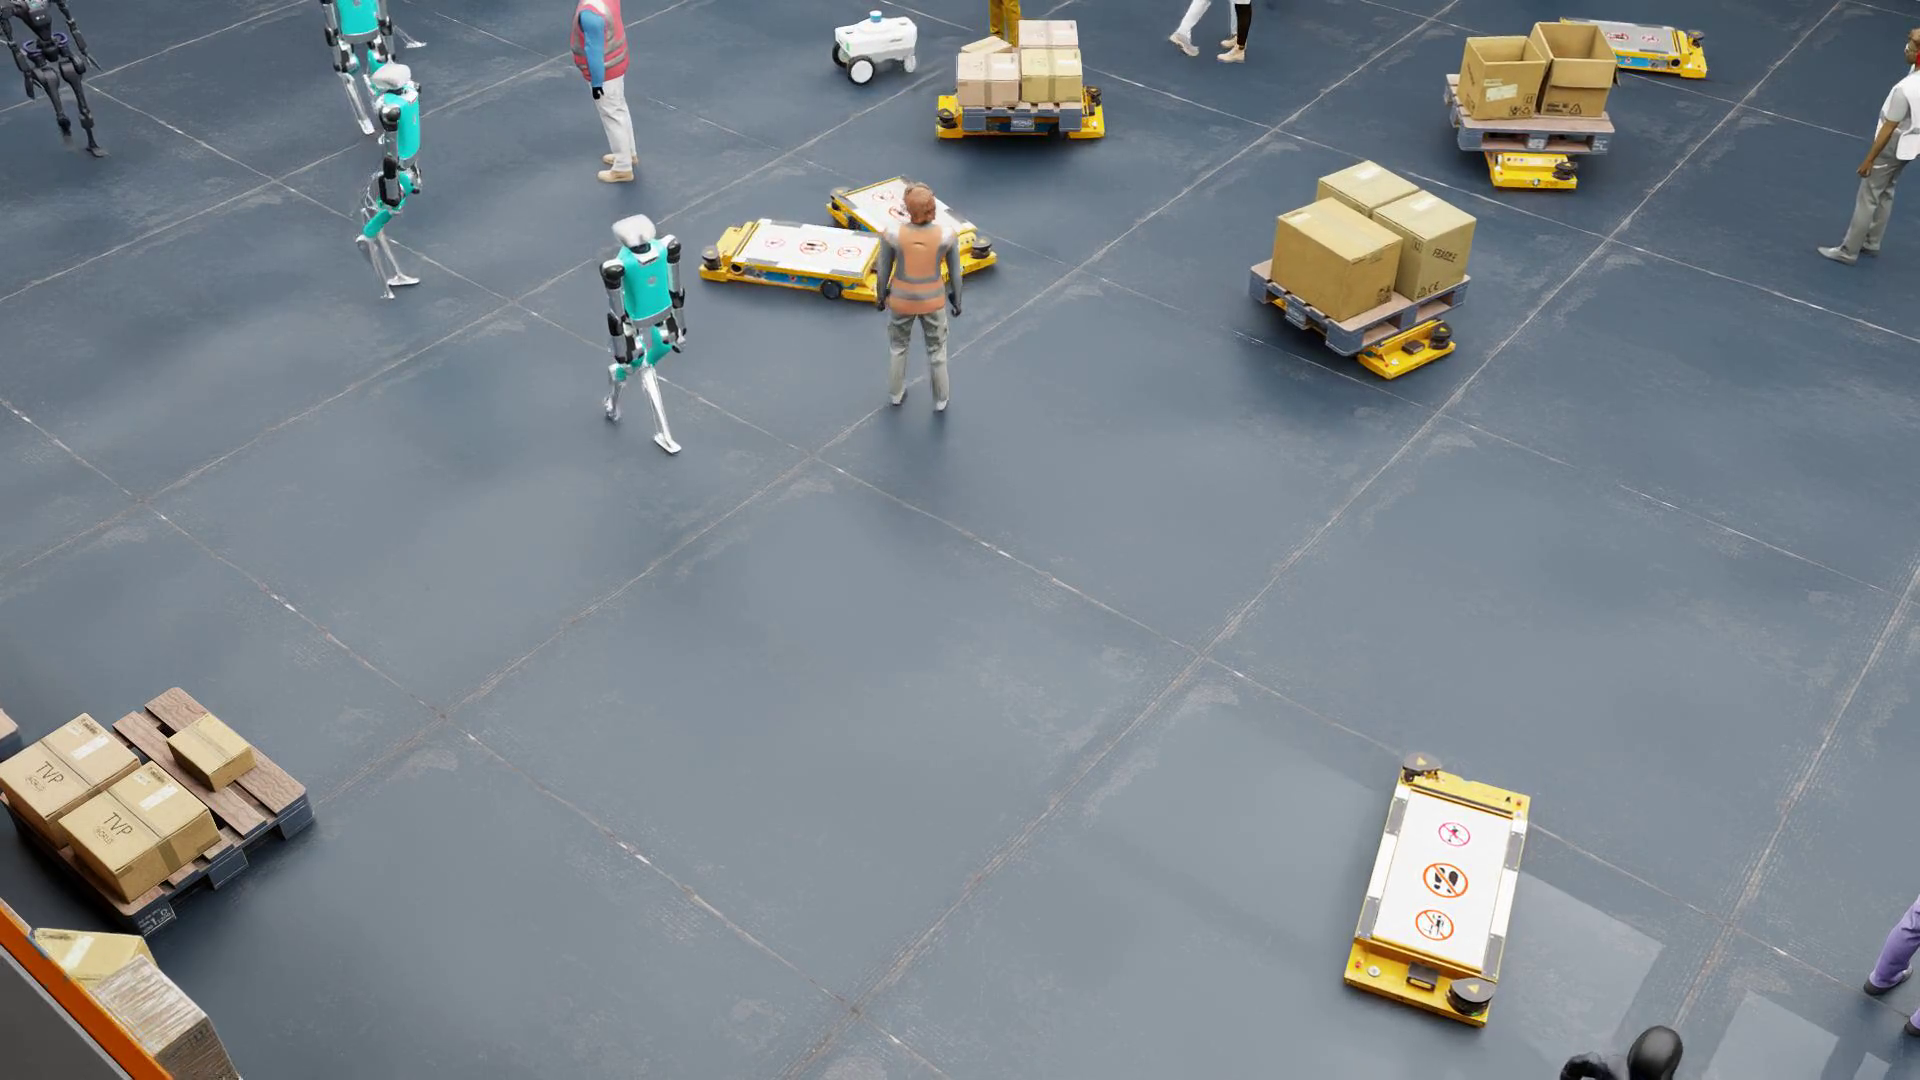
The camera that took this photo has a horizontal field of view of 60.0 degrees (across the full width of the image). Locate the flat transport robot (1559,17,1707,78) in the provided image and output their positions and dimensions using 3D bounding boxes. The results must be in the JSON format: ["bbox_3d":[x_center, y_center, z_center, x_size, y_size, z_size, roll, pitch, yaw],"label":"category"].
[{"bbox_3d":[6.166,-4.578,15.463,1.431,0.231,0.659,9,41,10],"label":"flat transport robot"}]

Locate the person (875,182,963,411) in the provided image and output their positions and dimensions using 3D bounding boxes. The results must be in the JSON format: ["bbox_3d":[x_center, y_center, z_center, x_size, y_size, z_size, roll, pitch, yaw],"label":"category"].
[{"bbox_3d":[-0.273,-1.553,10.852,0.583,1.629,0.367,-3,40,-4],"label":"person"}]

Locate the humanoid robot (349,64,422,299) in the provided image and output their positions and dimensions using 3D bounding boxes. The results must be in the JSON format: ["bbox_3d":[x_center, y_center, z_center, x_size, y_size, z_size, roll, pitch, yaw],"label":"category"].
[{"bbox_3d":[-4.165,-2.552,11.983,0.815,1.810,0.536,4,40,4],"label":"humanoid robot"}]

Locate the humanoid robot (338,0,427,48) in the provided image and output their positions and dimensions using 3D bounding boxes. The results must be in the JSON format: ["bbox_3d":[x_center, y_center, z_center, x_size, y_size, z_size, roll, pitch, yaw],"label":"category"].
[{"bbox_3d":[-5.471,-5.244,15.141,0.917,1.789,0.544,-16,43,-18],"label":"humanoid robot"}]

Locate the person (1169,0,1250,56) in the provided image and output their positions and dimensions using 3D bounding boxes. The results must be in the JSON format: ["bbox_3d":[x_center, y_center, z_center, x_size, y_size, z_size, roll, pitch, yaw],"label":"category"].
[{"bbox_3d":[2.391,-5.372,15.192,0.904,1.833,0.616,-28,48,-29],"label":"person"}]

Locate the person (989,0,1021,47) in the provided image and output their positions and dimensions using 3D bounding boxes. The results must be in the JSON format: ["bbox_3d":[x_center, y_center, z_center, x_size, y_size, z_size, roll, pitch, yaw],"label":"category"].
[{"bbox_3d":[0.379,-5.210,15.068,0.343,1.750,0.527,-24,46,-26],"label":"person"}]

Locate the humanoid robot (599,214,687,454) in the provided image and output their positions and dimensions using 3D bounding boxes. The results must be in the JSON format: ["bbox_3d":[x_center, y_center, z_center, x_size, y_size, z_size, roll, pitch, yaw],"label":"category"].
[{"bbox_3d":[-2.112,-1.346,10.574,0.549,1.827,0.893,-29,48,-30],"label":"humanoid robot"}]

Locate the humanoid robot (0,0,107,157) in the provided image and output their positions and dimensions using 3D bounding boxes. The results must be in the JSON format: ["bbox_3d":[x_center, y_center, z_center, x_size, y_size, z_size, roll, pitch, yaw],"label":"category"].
[{"bbox_3d":[-7.394,-3.914,13.595,0.373,1.651,0.612,32,50,32],"label":"humanoid robot"}]

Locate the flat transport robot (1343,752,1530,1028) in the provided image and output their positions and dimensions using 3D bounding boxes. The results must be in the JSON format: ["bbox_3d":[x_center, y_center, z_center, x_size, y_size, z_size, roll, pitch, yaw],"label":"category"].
[{"bbox_3d":[2.356,1.665,8.119,0.659,0.231,1.431,15,43,17],"label":"flat transport robot"}]

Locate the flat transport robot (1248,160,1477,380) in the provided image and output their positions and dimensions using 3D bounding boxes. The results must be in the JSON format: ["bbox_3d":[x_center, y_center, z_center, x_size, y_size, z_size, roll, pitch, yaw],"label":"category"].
[{"bbox_3d":[2.829,-1.657,12.027,0.659,0.231,1.431,-24,46,-26],"label":"flat transport robot"}]

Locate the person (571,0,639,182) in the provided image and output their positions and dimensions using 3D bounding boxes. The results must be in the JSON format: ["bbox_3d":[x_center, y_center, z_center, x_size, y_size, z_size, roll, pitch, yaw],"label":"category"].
[{"bbox_3d":[-2.863,-3.770,13.312,0.431,1.835,0.628,1,40,1],"label":"person"}]

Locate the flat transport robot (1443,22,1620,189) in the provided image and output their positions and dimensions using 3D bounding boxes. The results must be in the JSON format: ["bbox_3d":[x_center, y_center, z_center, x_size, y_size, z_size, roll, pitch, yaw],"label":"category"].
[{"bbox_3d":[4.751,-3.394,14.070,0.659,0.231,1.431,3,40,3],"label":"flat transport robot"}]

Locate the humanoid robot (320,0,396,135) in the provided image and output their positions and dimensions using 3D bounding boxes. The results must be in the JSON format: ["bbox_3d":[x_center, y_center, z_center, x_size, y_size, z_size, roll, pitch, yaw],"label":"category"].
[{"bbox_3d":[-4.965,-4.045,13.723,0.545,1.734,1.042,-23,45,-24],"label":"humanoid robot"}]

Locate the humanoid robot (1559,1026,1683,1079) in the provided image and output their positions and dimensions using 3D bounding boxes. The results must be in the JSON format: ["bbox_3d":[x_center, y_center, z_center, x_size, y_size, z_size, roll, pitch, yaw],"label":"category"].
[{"bbox_3d":[2.446,2.342,6.240,0.616,1.656,0.360,23,45,25],"label":"humanoid robot"}]

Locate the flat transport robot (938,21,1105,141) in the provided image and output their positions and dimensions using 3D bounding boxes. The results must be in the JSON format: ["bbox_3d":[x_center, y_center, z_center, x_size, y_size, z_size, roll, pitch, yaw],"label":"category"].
[{"bbox_3d":[0.525,-3.720,14.454,1.431,0.231,0.659,0,40,0],"label":"flat transport robot"}]

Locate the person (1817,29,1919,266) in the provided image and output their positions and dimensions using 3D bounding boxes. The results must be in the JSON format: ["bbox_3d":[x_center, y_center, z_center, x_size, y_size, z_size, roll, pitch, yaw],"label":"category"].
[{"bbox_3d":[6.879,-2.871,12.250,0.570,1.832,0.411,-26,47,-27],"label":"person"}]

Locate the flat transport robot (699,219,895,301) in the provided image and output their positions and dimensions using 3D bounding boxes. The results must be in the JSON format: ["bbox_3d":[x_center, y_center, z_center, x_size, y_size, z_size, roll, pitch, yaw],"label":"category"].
[{"bbox_3d":[-1.187,-2.126,12.578,1.431,0.231,0.659,9,41,11],"label":"flat transport robot"}]

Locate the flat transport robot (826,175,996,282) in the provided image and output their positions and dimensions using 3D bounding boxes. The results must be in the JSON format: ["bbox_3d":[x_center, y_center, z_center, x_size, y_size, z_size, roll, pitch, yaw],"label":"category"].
[{"bbox_3d":[-0.394,-2.430,12.937,0.659,0.231,1.431,-24,46,-26],"label":"flat transport robot"}]

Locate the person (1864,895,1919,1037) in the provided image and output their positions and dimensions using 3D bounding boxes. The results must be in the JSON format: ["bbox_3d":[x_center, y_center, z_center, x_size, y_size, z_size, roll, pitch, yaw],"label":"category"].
[{"bbox_3d":[4.376,1.463,7.140,0.390,1.846,0.566,-14,42,-15],"label":"person"}]

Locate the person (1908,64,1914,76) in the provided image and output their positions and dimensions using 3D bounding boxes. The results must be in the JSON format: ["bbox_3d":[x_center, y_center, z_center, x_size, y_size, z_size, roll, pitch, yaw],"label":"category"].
[{"bbox_3d":[8.278,-4.209,13.901,0.321,1.731,0.491,-10,41,-11],"label":"person"}]

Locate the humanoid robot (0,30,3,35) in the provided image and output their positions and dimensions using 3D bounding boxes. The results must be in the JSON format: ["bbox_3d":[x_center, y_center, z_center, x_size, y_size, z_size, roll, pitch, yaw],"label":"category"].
[{"bbox_3d":[-9.382,-5.412,15.347,0.599,1.657,0.315,-18,43,-20],"label":"humanoid robot"}]

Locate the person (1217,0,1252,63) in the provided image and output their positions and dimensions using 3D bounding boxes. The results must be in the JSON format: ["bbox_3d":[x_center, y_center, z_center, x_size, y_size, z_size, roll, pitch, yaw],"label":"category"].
[{"bbox_3d":[2.566,-5.186,15.074,0.320,1.697,0.531,10,41,12],"label":"person"}]

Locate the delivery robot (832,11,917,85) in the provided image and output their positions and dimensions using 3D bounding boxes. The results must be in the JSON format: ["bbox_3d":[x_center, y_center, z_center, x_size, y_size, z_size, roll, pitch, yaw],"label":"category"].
[{"bbox_3d":[-0.773,-4.524,15.165,0.749,0.576,0.499,-14,42,-16],"label":"delivery robot"}]
